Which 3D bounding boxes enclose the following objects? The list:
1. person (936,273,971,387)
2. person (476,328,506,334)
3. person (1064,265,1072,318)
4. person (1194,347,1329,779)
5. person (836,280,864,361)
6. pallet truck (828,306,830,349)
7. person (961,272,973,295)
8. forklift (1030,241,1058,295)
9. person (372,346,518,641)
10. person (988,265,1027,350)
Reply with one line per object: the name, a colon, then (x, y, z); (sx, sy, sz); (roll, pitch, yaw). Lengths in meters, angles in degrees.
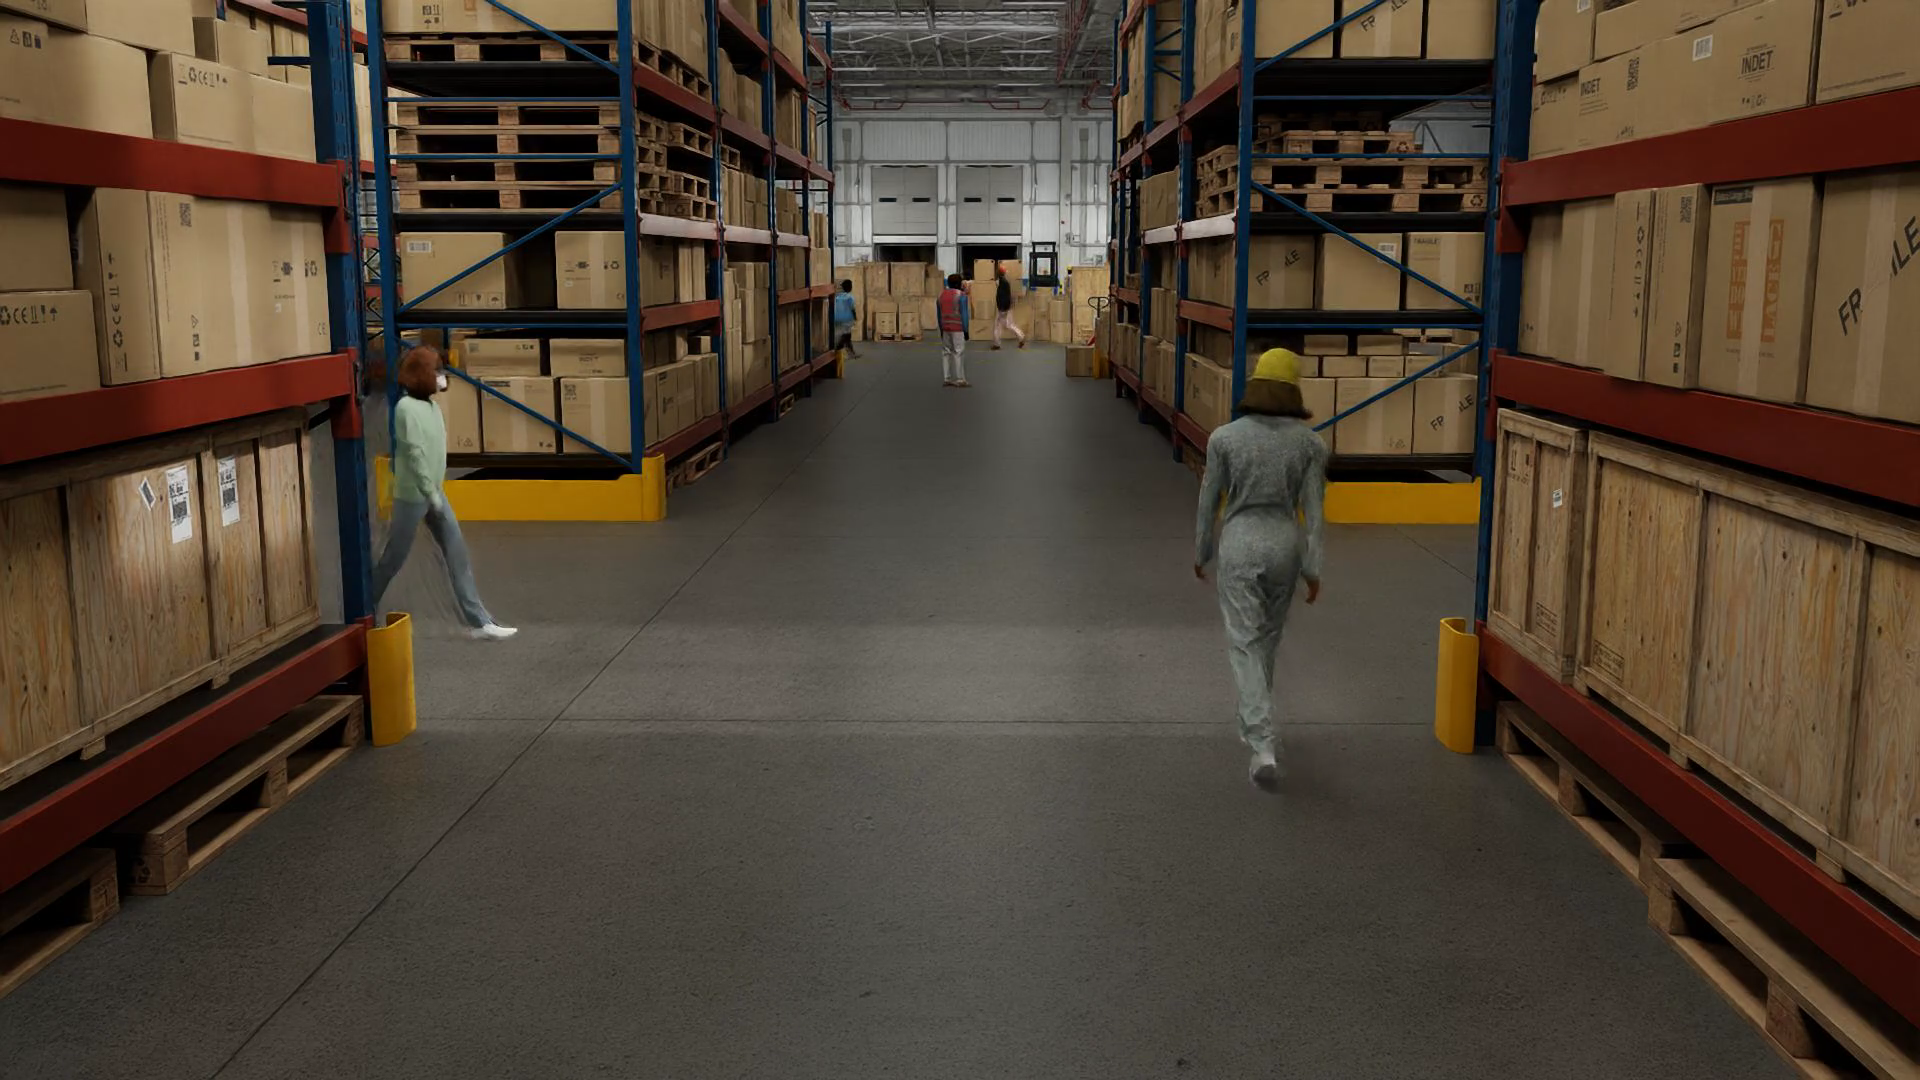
person: (-0.082, -3.399, 27.025); (0.620, 1.845, 0.429); (8, 13, 41)
person: (-7.885, -3.603, 27.960); (0.542, 1.939, 0.361); (1, 9, 4)
person: (3.974, -8.966, 60.159); (0.581, 1.919, 0.393); (-7, 12, -38)
person: (1.214, 0.076, 6.669); (0.506, 1.683, 0.906); (0, 9, -1)
person: (-2.274, -4.535, 34.371); (0.831, 1.655, 0.550); (-7, 12, -35)
pallet truck: (-3.100, -3.940, 29.800); (1.885, 1.965, 0.823); (3, 10, 19)
person: (0.288, -8.856, 60.174); (0.530, 1.689, 0.321); (-1, 10, -4)
forklift: (3.224, -10.092, 64.012); (1.129, 2.768, 1.873); (0, 9, 1)
person: (-2.841, -0.224, 8.773); (0.876, 1.589, 0.512); (1, 10, 7)
person: (1.081, -5.326, 38.199); (0.810, 1.972, 0.623); (-2, 10, -13)
